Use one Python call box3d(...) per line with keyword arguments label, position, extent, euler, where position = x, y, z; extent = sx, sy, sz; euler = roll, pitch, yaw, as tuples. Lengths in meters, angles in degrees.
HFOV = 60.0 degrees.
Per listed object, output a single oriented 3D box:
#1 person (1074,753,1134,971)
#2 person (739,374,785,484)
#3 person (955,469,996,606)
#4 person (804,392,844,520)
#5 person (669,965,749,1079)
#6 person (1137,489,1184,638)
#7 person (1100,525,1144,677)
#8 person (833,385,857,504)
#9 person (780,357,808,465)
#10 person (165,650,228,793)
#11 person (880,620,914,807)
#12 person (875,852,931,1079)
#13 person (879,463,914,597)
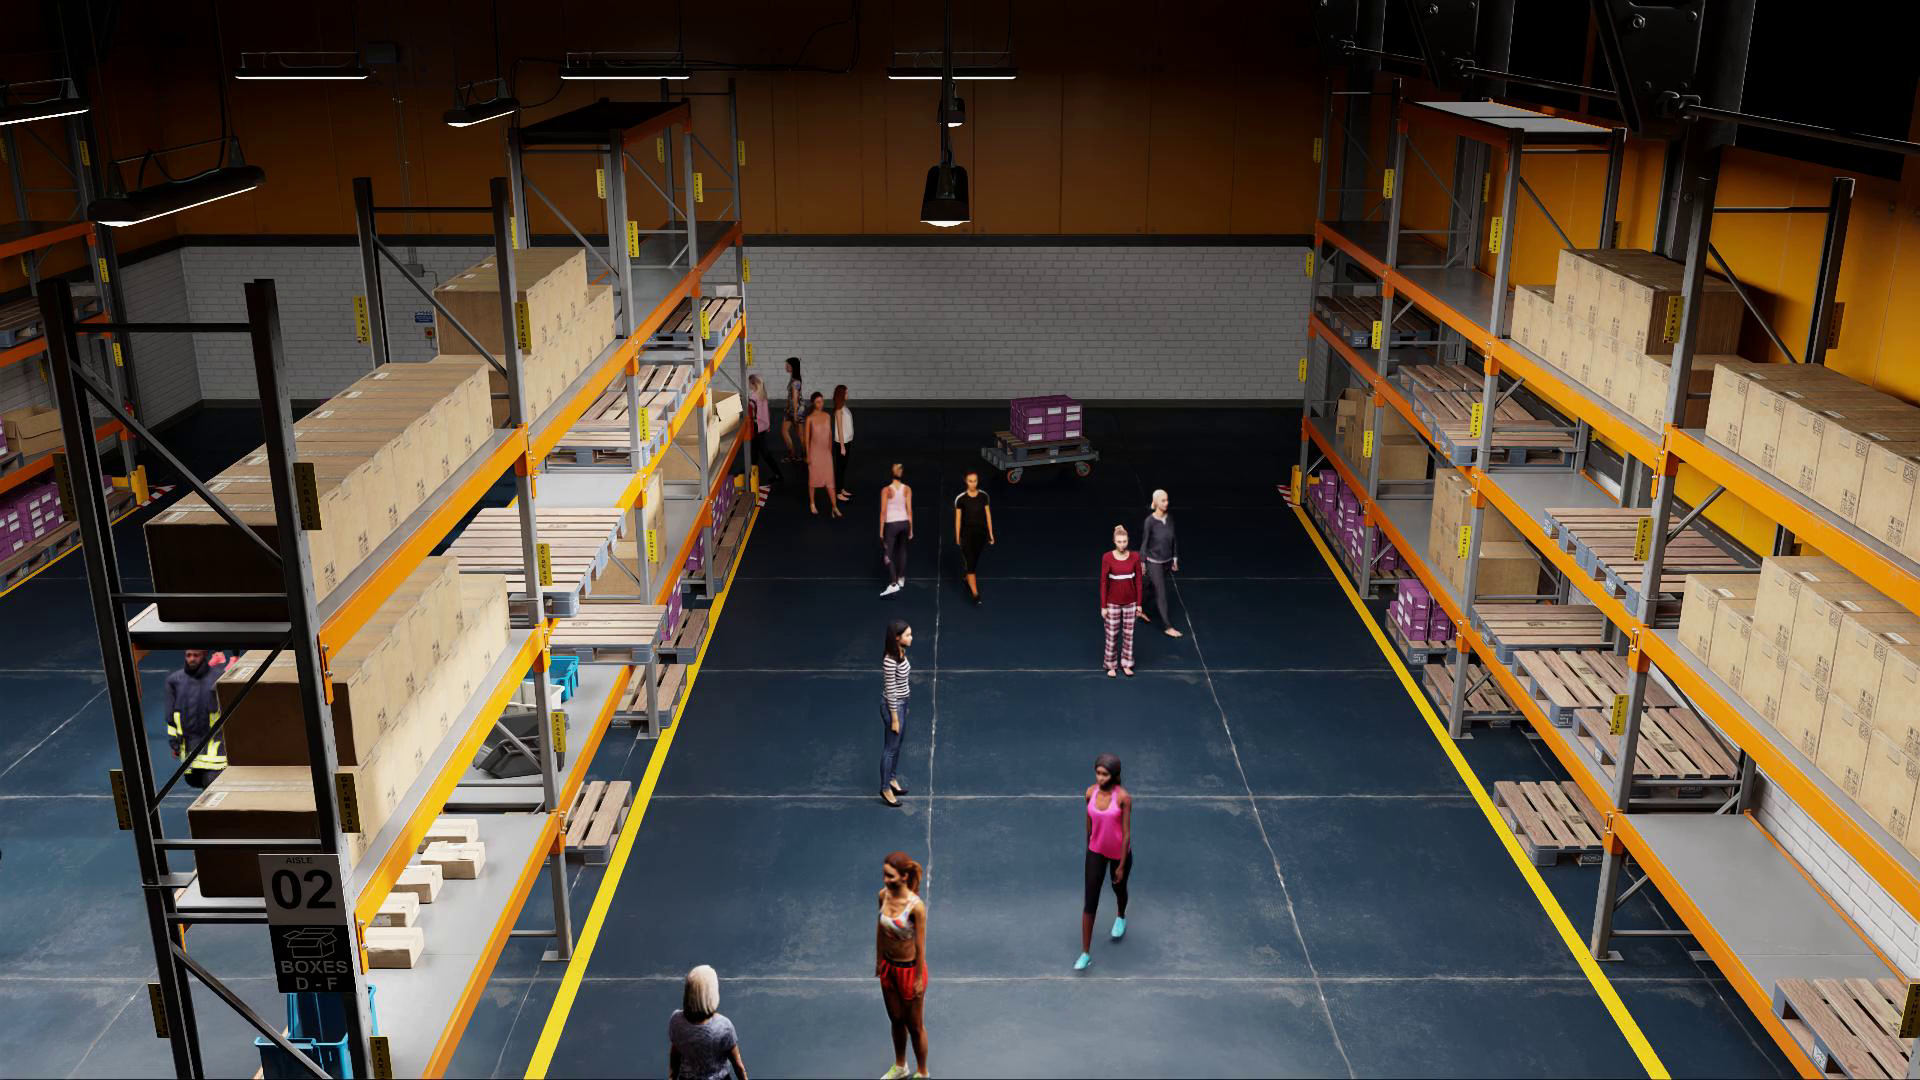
box3d(label="person", position=(1.197, 2.423, 12.898), extent=(0.844, 1.675, 1.174), euler=(7, 20, 21))
box3d(label="person", position=(-2.952, -1.644, 25.022), extent=(0.893, 1.644, 1.076), euler=(7, 20, 20))
box3d(label="person", position=(0.137, -0.075, 20.384), extent=(0.843, 1.630, 1.159), euler=(-6, 20, -17))
box3d(label="person", position=(-2.037, -1.206, 23.481), extent=(0.953, 1.798, 1.122), euler=(-11, 21, -29))
box3d(label="person", position=(-1.572, 3.388, 10.001), extent=(0.822, 1.693, 1.063), euler=(6, 20, 18))
box3d(label="person", position=(2.264, 0.226, 19.406), extent=(1.042, 1.683, 1.157), euler=(-14, 23, -36))
box3d(label="person", position=(1.749, 0.667, 18.076), extent=(0.638, 1.697, 0.538), euler=(-3, 19, -7))
box3d(label="person", position=(-1.721, -1.414, 24.218), extent=(0.650, 1.721, 0.466), euler=(2, 19, 6))
box3d(label="person", position=(-2.487, -2.010, 25.989), extent=(0.743, 1.720, 0.620), euler=(3, 19, 8))
box3d(label="person", position=(-6.724, 1.710, 14.813), extent=(0.739, 1.803, 1.070), euler=(-1, 19, -3))
box3d(label="person", position=(-0.596, 1.572, 15.241), extent=(0.673, 1.792, 0.526), euler=(4, 19, 10))
box3d(label="person", position=(-0.379, 2.915, 11.255), extent=(0.668, 1.789, 0.718), euler=(15, 24, 38))
box3d(label="person", position=(-0.762, -0.137, 20.580), extent=(0.868, 1.623, 0.987), euler=(-9, 20, -24))
